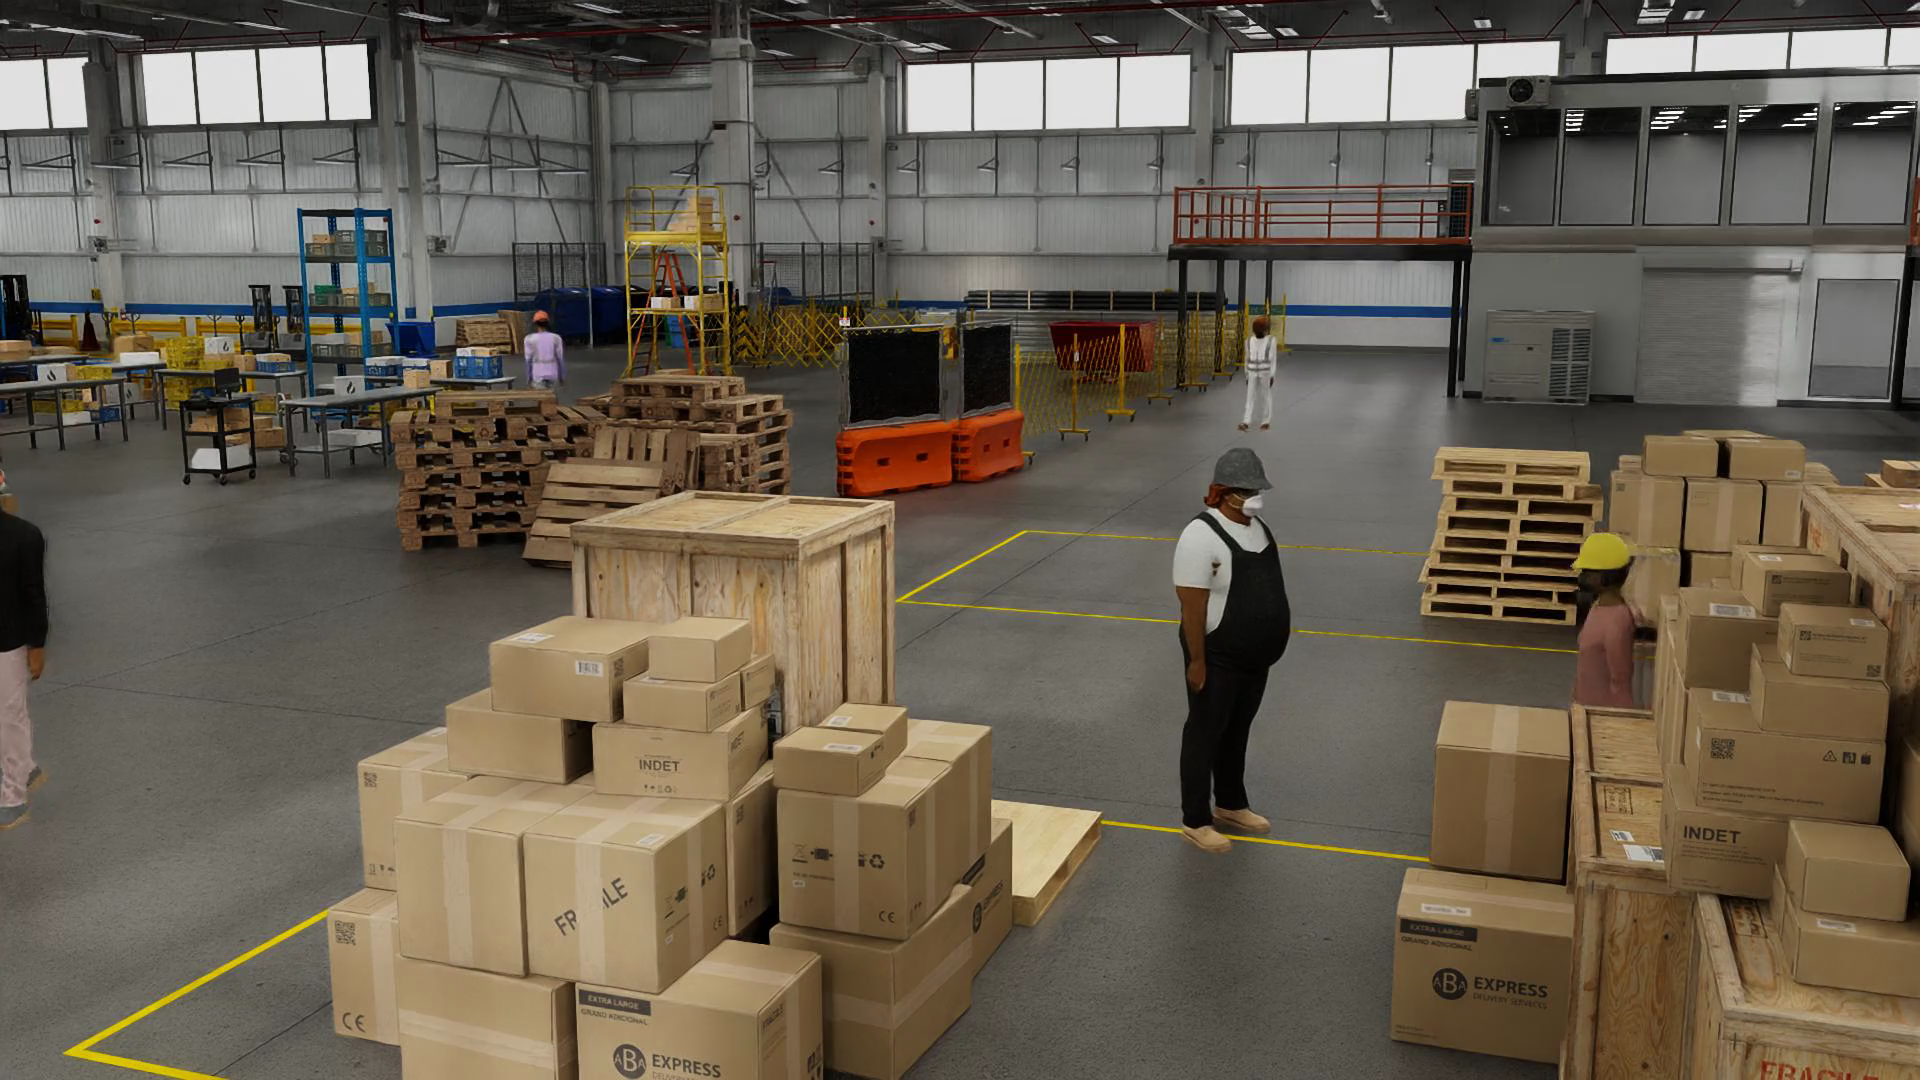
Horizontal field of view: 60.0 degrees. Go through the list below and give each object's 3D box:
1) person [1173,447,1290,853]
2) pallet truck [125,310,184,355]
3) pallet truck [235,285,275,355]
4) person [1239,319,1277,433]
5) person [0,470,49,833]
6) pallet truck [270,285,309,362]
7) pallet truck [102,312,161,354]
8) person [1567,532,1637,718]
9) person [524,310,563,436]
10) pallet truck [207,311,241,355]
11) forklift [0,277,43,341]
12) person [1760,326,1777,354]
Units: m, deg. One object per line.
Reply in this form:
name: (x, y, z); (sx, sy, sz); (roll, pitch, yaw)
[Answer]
person: (1.404, 0.537, 8.413); (0.535, 2.000, 0.684); (9, 13, 41)
pallet truck: (-22.038, -5.665, 45.457); (0.704, 1.261, 1.522); (3, 11, 17)
pallet truck: (-18.327, -5.835, 44.421); (0.823, 1.965, 1.885); (4, 11, 23)
person: (4.848, -2.651, 26.971); (0.588, 1.835, 0.985); (6, 12, 30)
person: (-5.043, 0.521, 8.680); (0.625, 1.984, 0.518); (2, 10, 9)
pallet truck: (-17.147, -5.700, 43.663); (0.823, 1.965, 1.885); (3, 11, 17)
pallet truck: (-23.057, -5.777, 46.261); (0.680, 1.201, 1.601); (3, 11, 19)
person: (3.051, 0.814, 7.753); (0.904, 1.726, 0.529); (3, 10, 16)
person: (-6.514, -2.596, 26.123); (0.618, 2.028, 0.566); (-6, 11, -29)
pallet truck: (-19.537, -5.575, 44.913); (0.653, 1.274, 1.630); (3, 11, 19)
forklift: (-27.151, -6.329, 46.328); (1.157, 1.987, 2.680); (3, 11, 17)
person: (16.917, -4.021, 34.510); (0.661, 1.888, 0.647); (-1, 10, -3)
